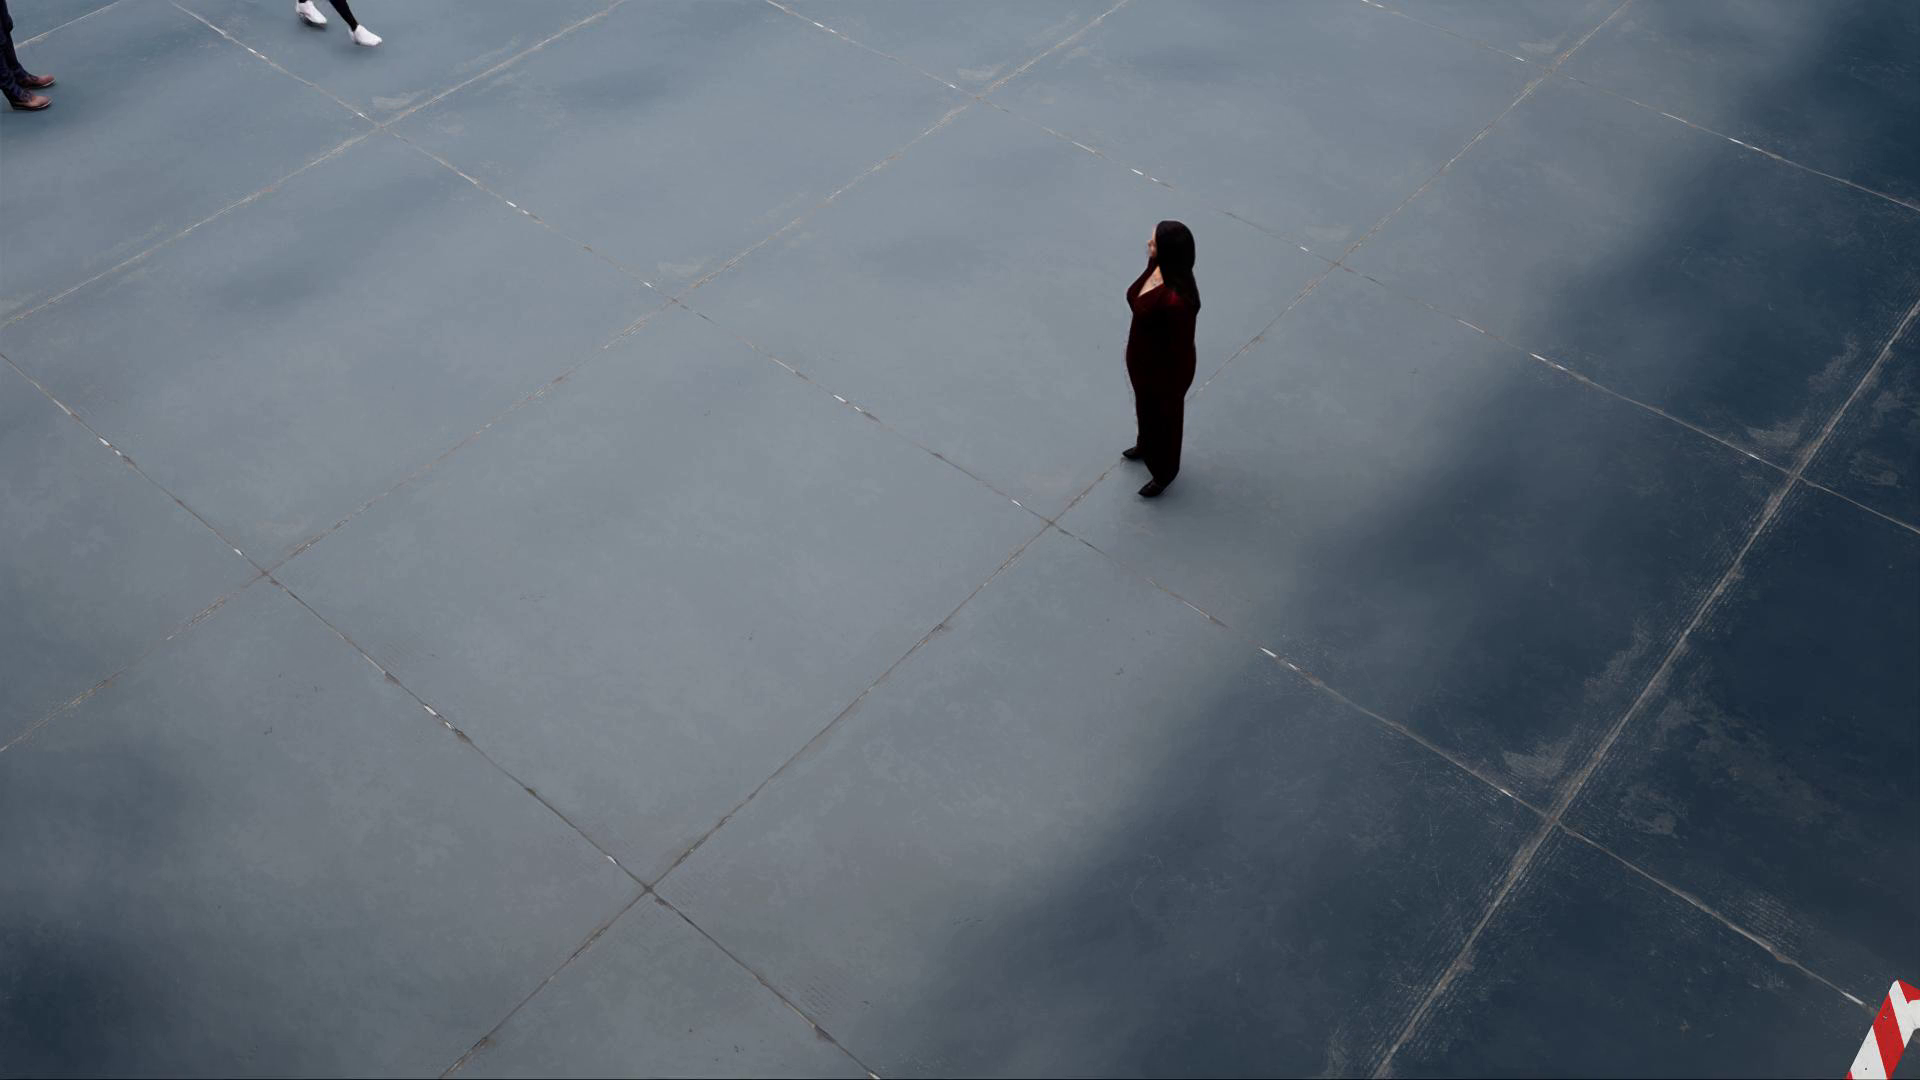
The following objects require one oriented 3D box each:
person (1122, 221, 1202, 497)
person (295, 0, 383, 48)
[{"bbox_3d":[1.073,-0.965,8.761,0.830,1.757,0.753,-8,48,-7],"label":"person"},{"bbox_3d":[-4.786,-4.458,12.010,1.173,1.727,0.743,25,52,21],"label":"person"}]
